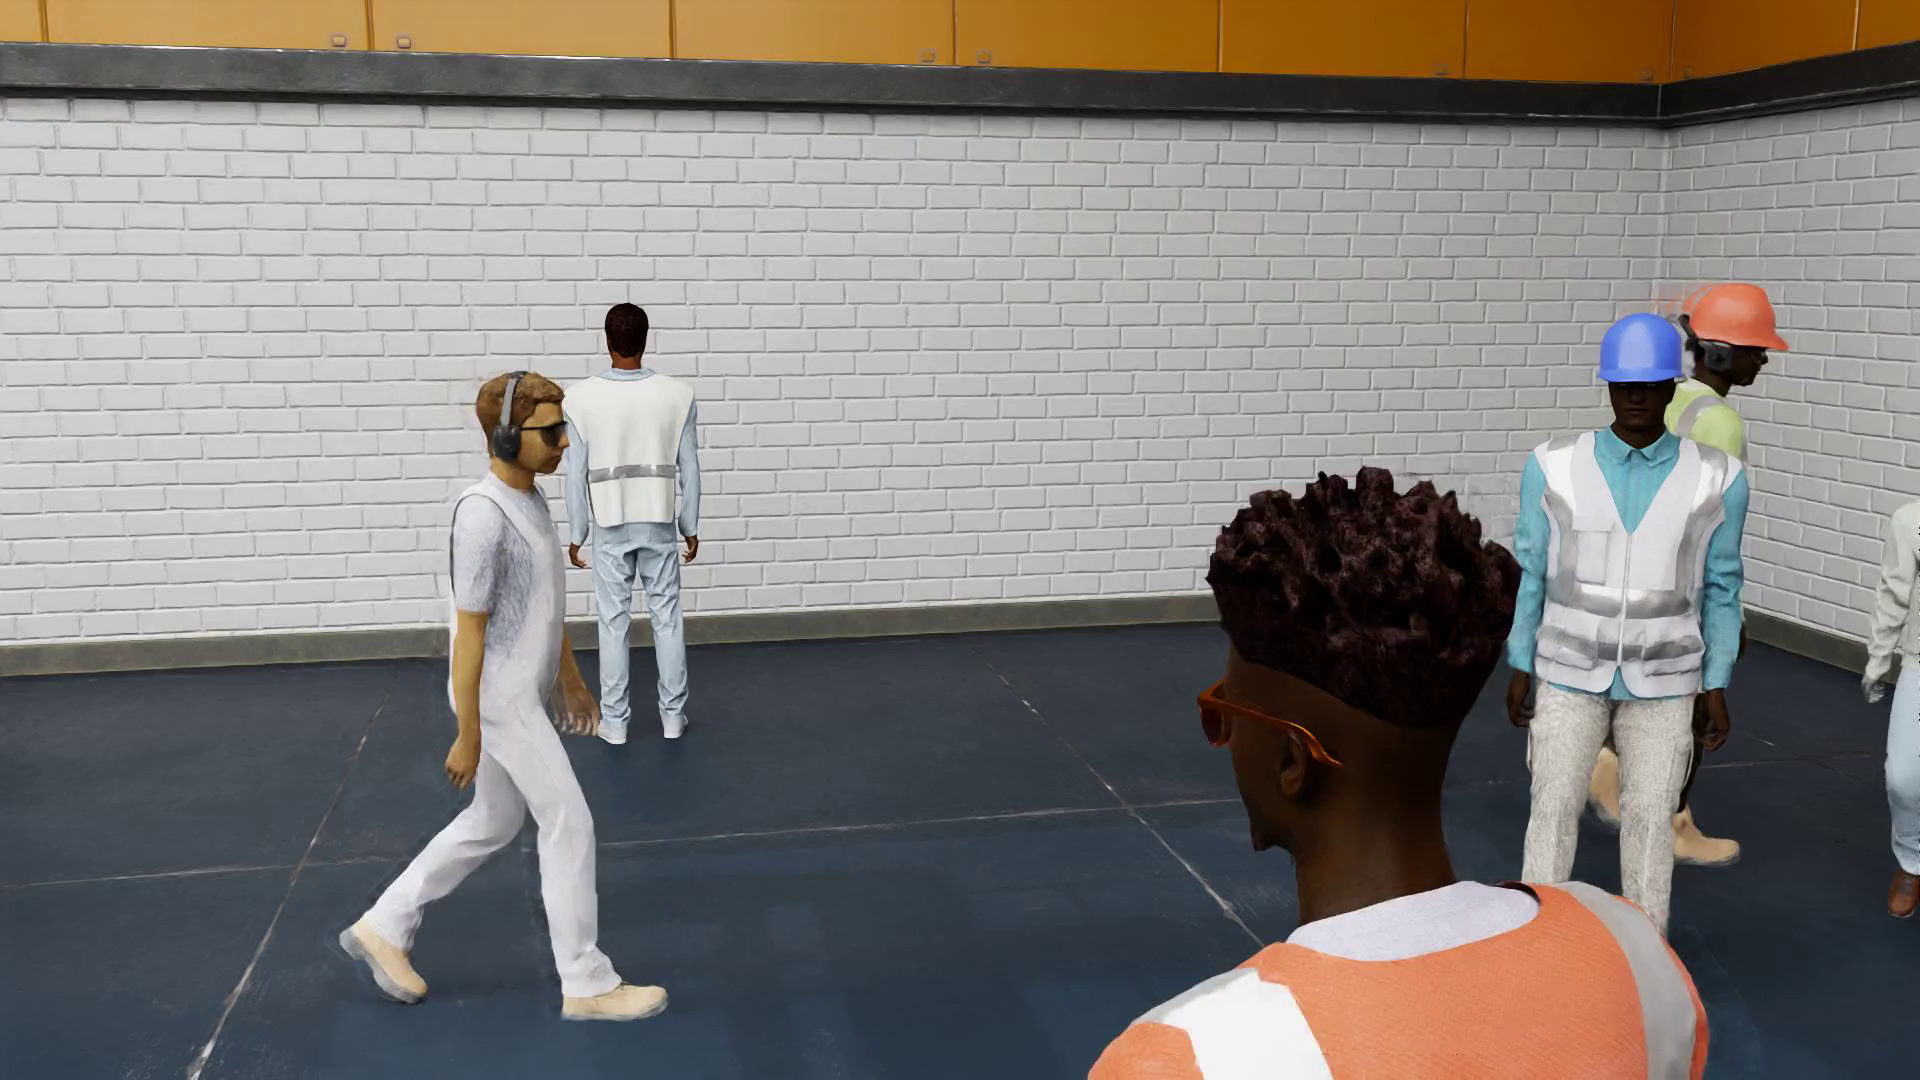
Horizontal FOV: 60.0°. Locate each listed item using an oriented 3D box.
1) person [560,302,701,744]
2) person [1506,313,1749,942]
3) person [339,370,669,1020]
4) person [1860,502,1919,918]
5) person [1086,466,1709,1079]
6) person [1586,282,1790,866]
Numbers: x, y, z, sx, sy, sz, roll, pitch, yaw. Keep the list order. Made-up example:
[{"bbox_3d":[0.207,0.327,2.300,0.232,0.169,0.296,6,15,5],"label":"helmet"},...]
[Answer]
[{"bbox_3d":[-1.420,-0.064,7.239,0.593,1.920,0.391,-3,10,-20],"label":"person"},{"bbox_3d":[1.804,0.360,4.563,0.602,1.949,0.393,3,10,20],"label":"person"},{"bbox_3d":[-1.293,0.439,4.524,0.873,1.814,0.517,-1,9,-5],"label":"person"},{"bbox_3d":[3.057,0.436,5.075,0.546,1.615,0.412,7,11,35],"label":"person"},{"bbox_3d":[0.319,0.889,1.441,0.624,1.907,1.014,-5,10,-26],"label":"person"},{"bbox_3d":[2.459,0.148,5.641,0.504,2.018,0.626,1,9,7],"label":"person"}]
